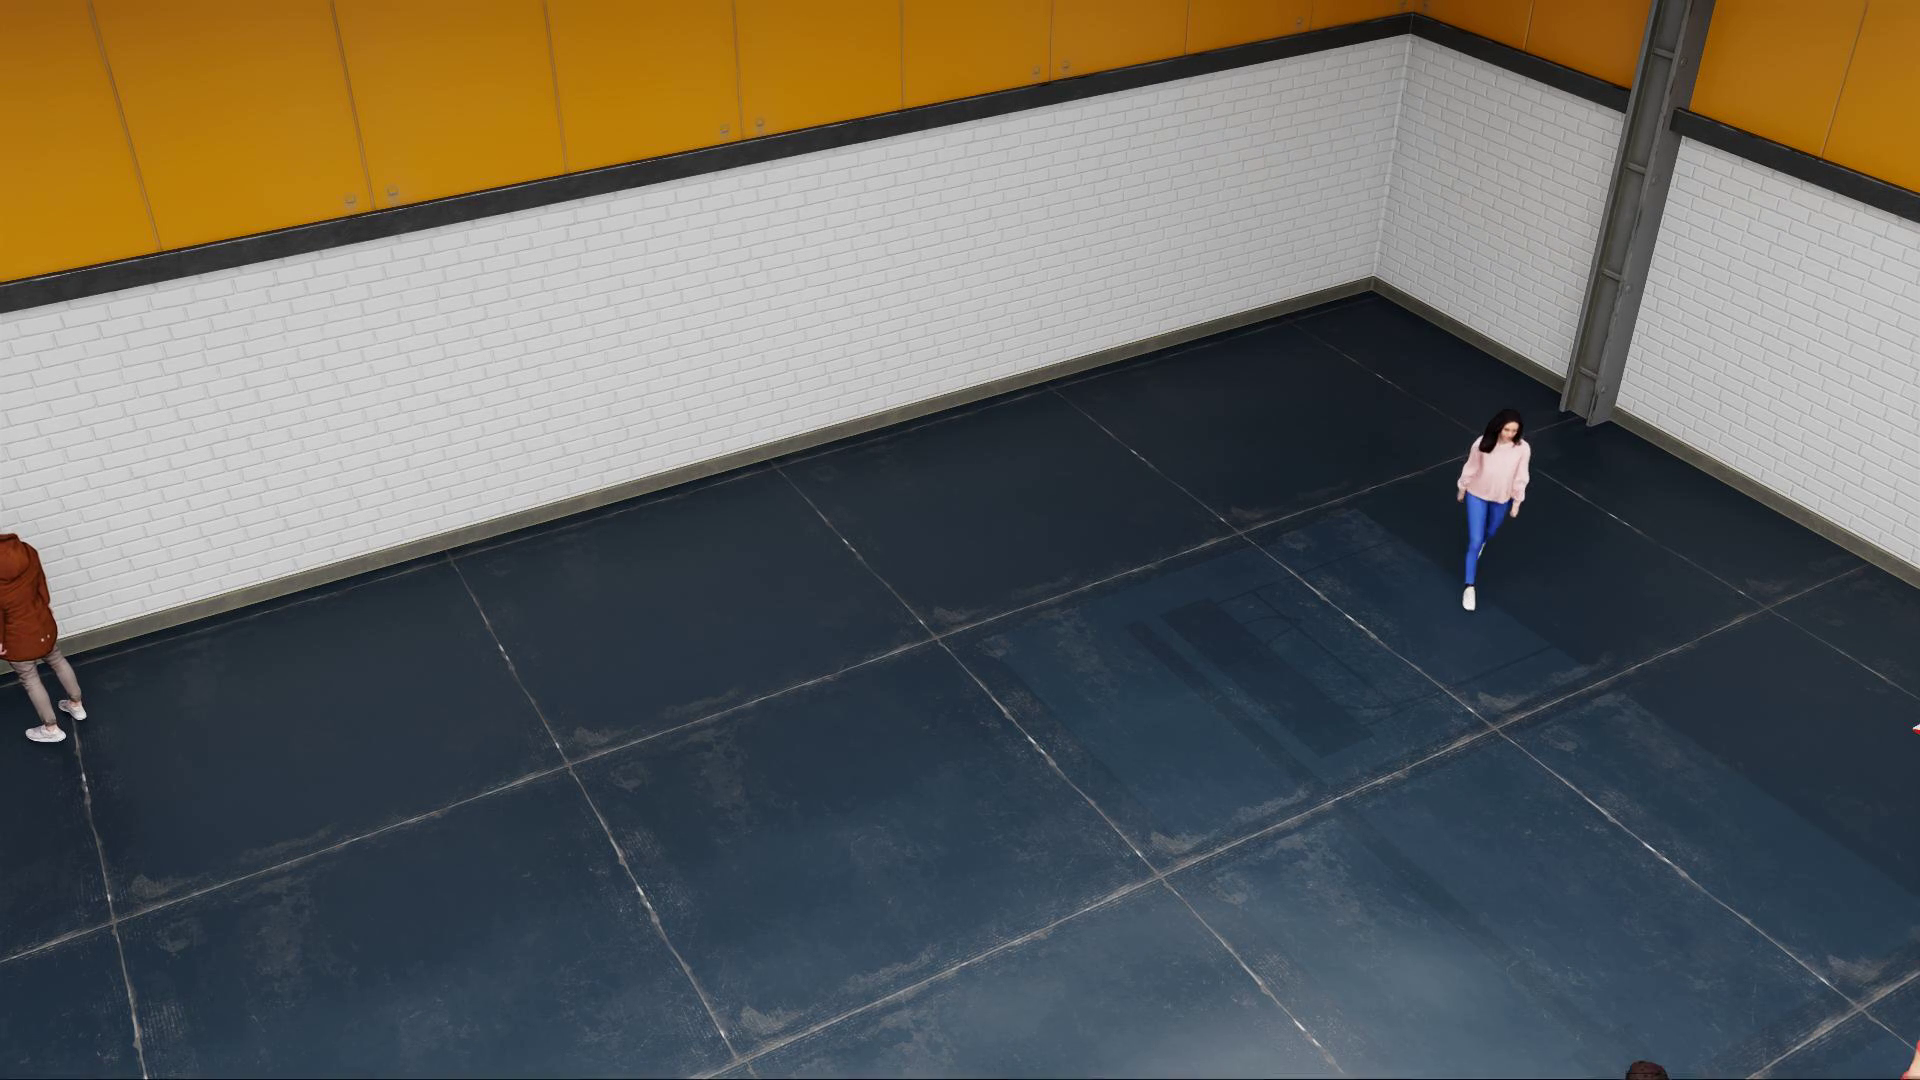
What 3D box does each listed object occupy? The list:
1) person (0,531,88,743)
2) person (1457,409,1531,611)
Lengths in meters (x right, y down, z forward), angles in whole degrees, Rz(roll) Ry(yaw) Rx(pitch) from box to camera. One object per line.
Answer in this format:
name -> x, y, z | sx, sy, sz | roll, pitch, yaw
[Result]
person -> -6.561, 0.603, 11.658 | 0.912, 1.839, 0.855 | 10, 35, 14
person -> 4.193, -0.358, 13.209 | 1.126, 1.722, 1.224 | 7, 34, 10
